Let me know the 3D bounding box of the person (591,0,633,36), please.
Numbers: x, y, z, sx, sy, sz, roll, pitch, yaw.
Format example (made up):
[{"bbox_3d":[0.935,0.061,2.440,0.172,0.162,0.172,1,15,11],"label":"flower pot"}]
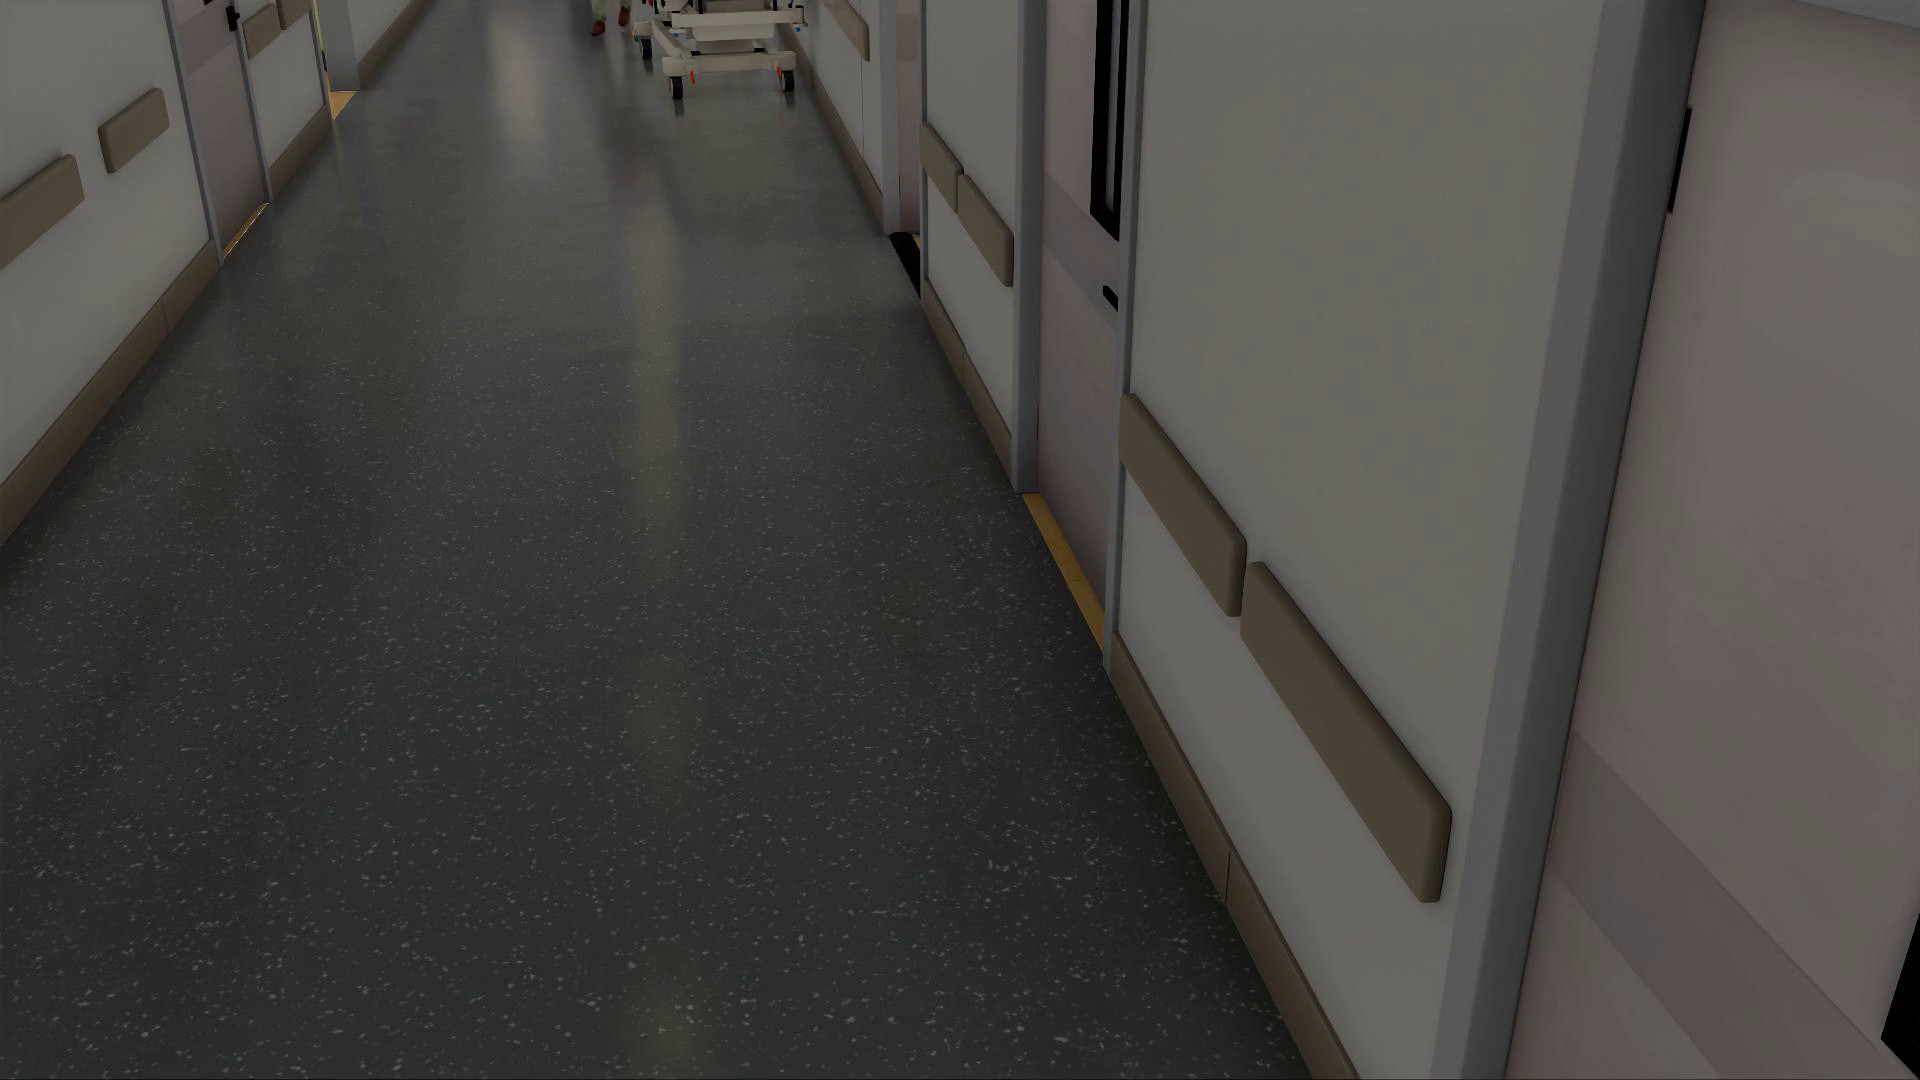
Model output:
[{"bbox_3d":[-3.213,-5.607,15.157,1.087,1.846,0.878,1,26,1],"label":"person"}]
